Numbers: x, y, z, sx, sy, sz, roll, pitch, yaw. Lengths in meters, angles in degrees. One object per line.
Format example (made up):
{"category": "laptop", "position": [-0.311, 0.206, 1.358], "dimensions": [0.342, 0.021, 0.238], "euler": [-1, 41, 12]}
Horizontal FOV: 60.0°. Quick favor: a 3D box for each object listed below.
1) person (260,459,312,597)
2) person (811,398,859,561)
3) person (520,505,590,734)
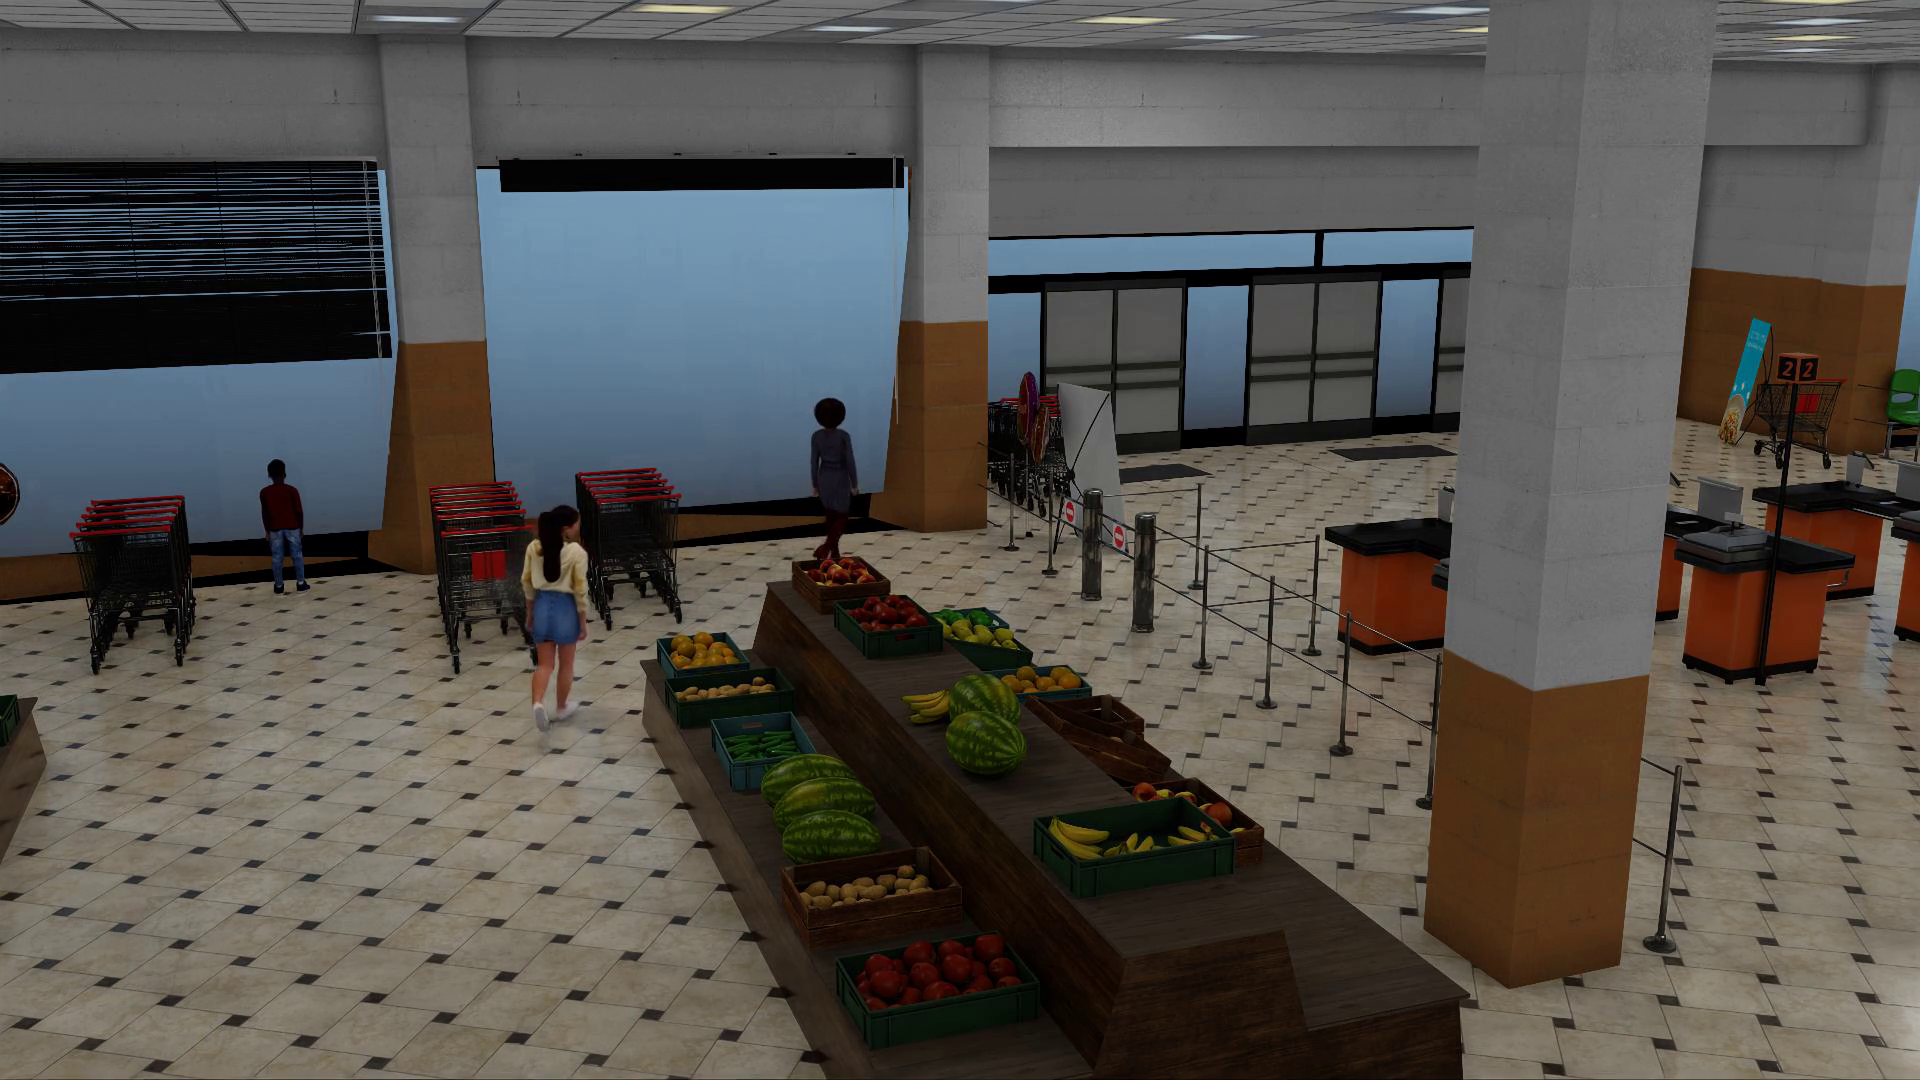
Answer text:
{"category": "person", "position": [-6.192, -0.121, 15.228], "dimensions": [0.505, 1.256, 0.488], "euler": [-4, 14, -17]}
{"category": "person", "position": [-1.218, -0.469, 15.752], "dimensions": [0.999, 1.685, 1.093], "euler": [5, 15, 20]}
{"category": "person", "position": [-2.839, 0.580, 11.612], "dimensions": [0.935, 1.600, 1.134], "euler": [1, 14, 4]}
